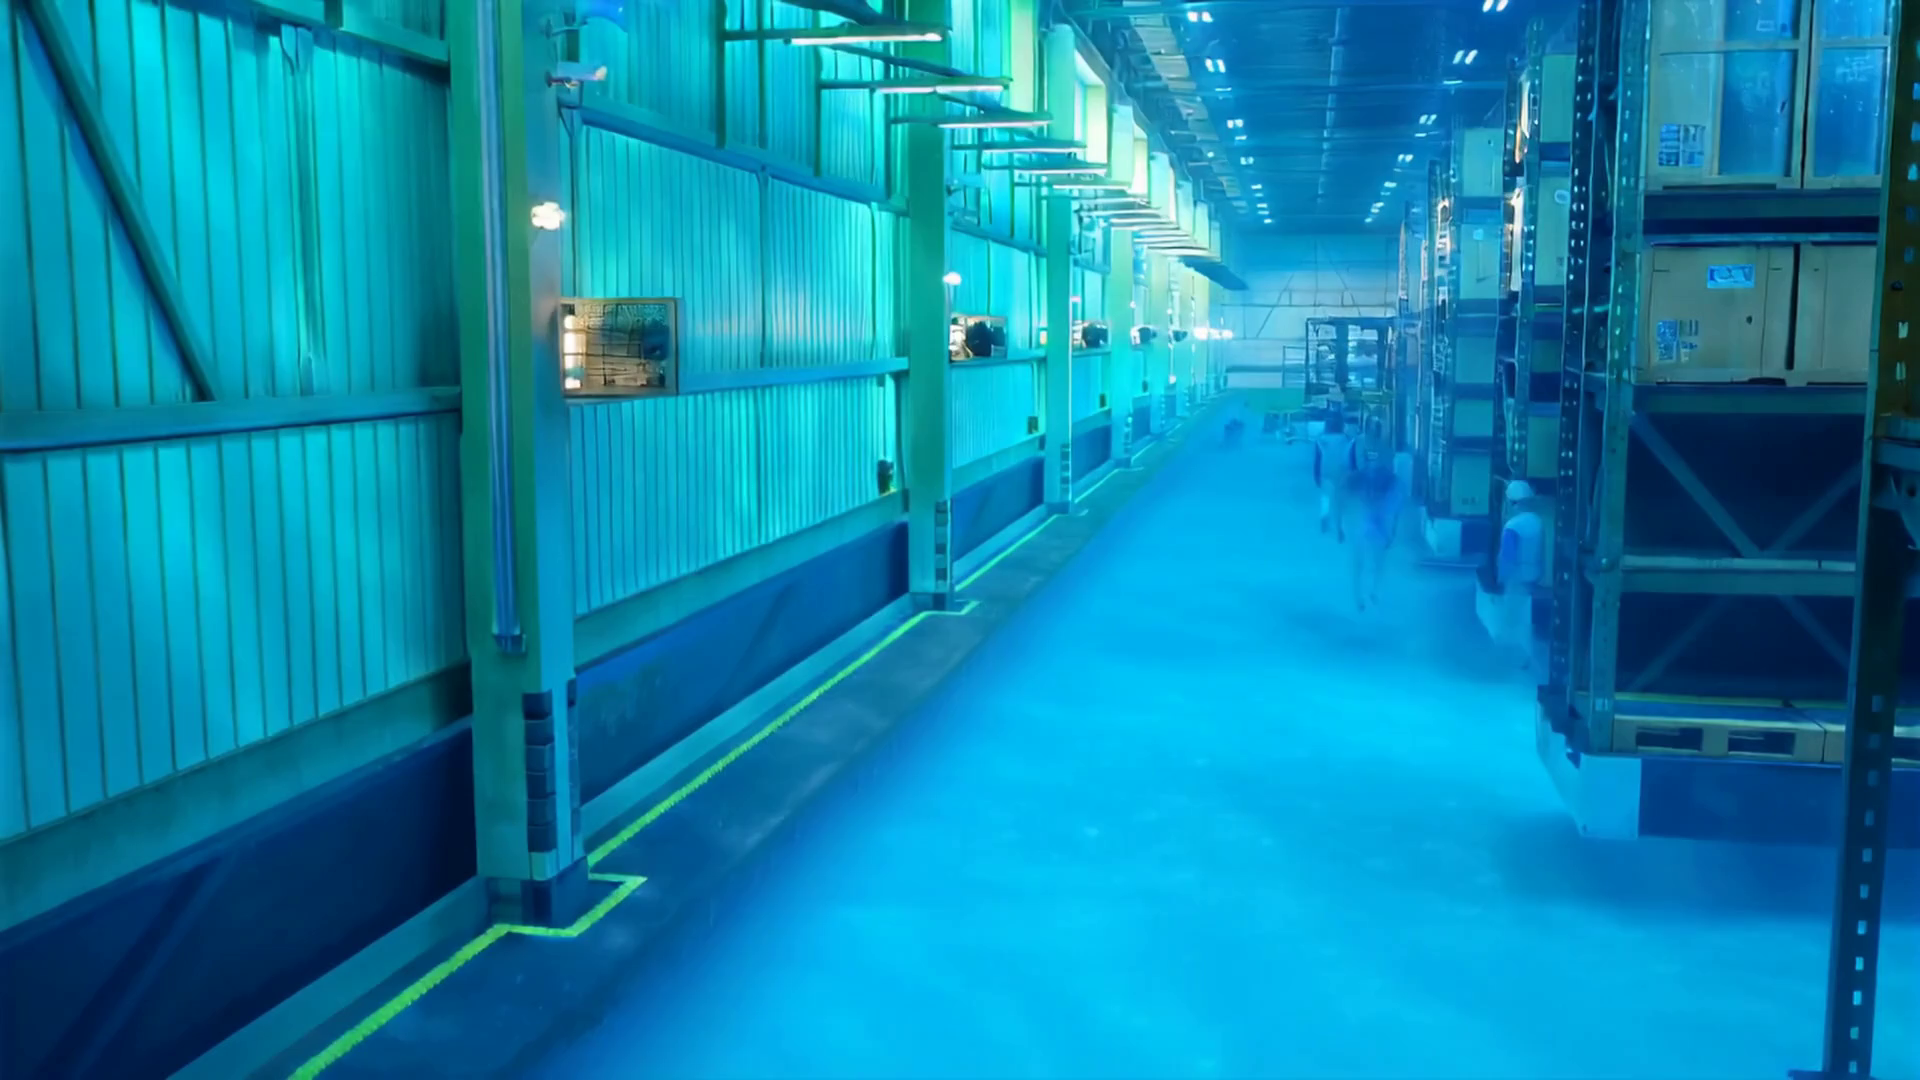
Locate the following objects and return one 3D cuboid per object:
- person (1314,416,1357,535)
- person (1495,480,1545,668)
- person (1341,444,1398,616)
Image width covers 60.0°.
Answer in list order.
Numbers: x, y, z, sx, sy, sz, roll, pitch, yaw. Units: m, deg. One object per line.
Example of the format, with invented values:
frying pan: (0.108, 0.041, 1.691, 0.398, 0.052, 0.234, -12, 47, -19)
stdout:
person: (5.718, -0.970, 25.347, 0.631, 1.827, 0.553, 3, 8, 19)
person: (5.129, 0.319, 15.334, 0.586, 1.739, 0.373, -7, 10, -43)
person: (4.470, -0.102, 18.160, 0.652, 1.892, 0.435, 0, 7, 0)
